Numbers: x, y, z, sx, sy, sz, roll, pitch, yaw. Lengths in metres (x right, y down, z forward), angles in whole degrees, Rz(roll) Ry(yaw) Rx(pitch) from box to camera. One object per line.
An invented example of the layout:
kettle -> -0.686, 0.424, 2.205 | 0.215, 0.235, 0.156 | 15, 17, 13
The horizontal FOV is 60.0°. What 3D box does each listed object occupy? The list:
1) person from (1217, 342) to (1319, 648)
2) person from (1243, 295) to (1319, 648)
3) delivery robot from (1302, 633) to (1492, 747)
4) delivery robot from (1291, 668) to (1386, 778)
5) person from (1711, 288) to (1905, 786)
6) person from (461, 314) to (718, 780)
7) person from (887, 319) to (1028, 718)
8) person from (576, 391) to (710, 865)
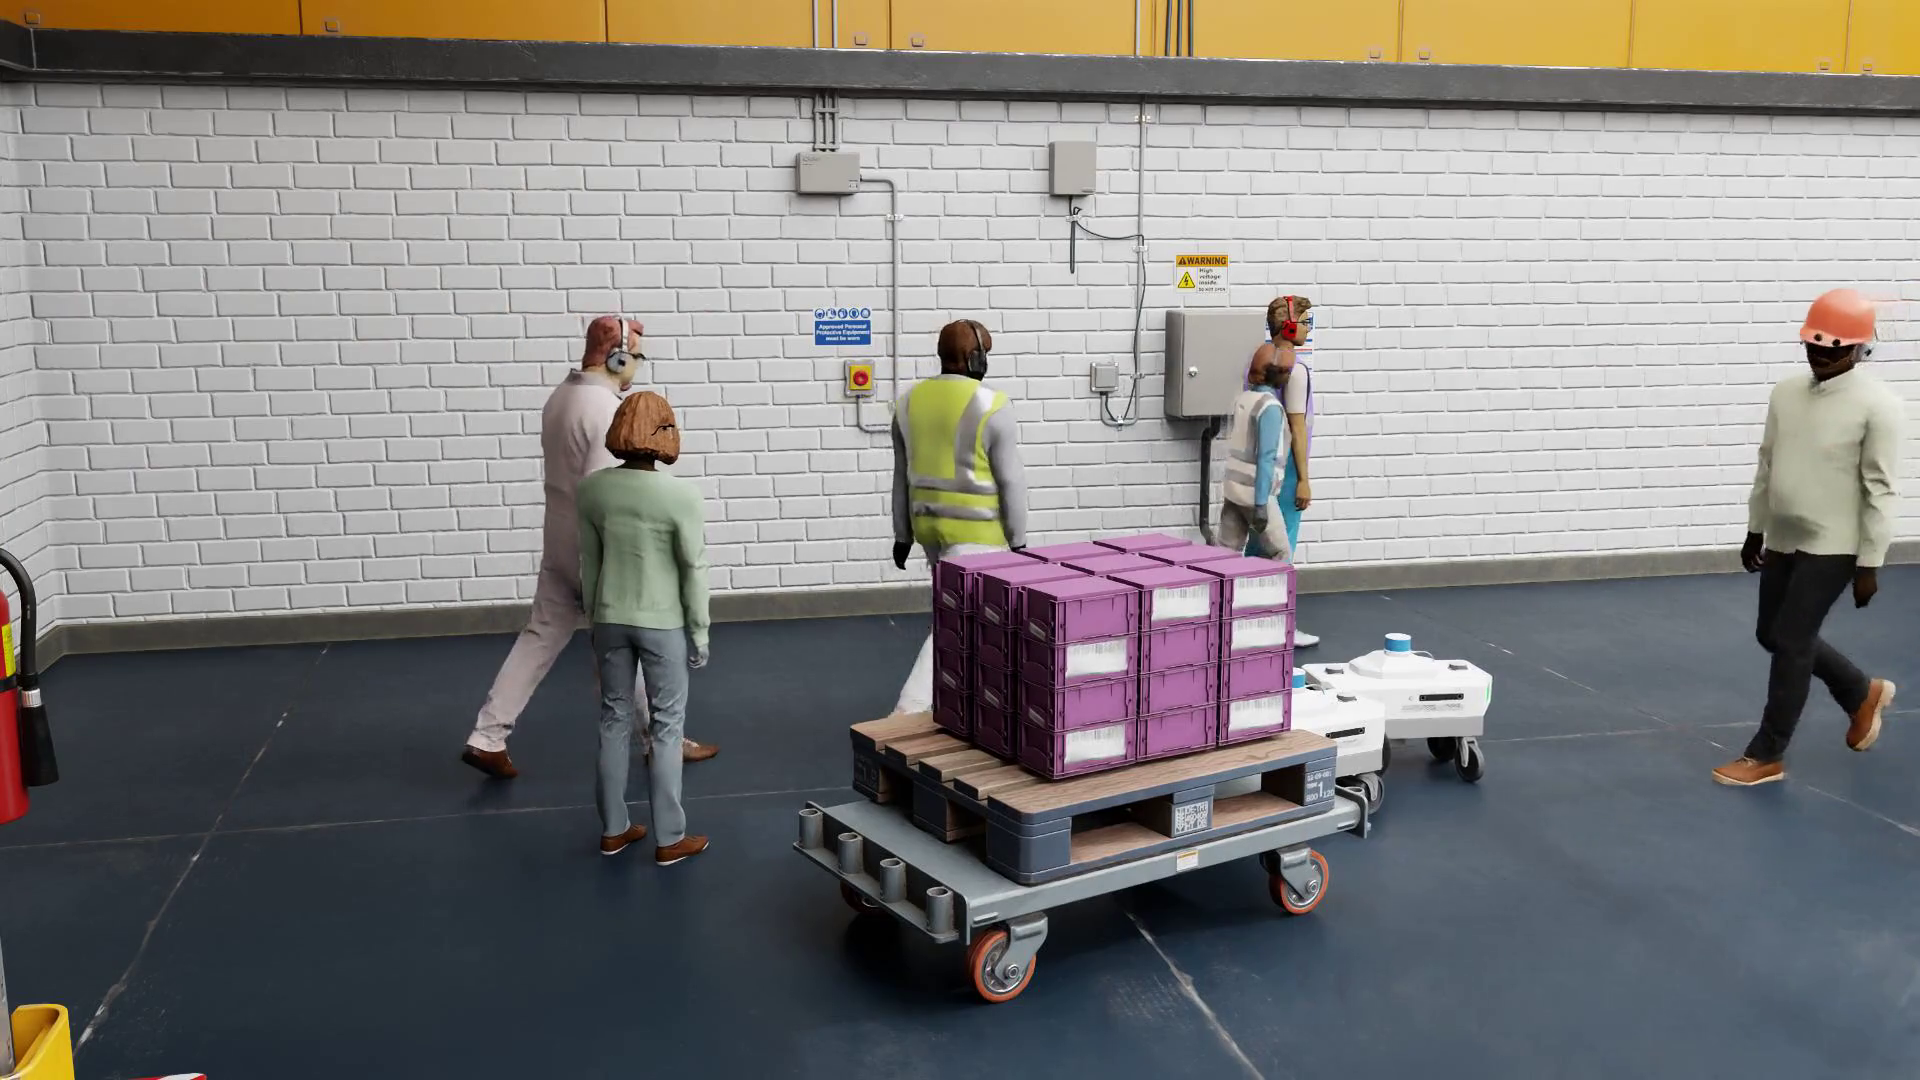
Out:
person -> 1.577, -0.214, 8.584 | 0.731, 1.601, 0.634 | -2, 10, -10
person -> 1.661, -0.357, 8.744 | 0.378, 1.844, 0.569 | -3, 11, -16
delivery robot -> 1.746, 0.618, 6.665 | 0.707, 0.478, 0.477 | -1, 10, -7
delivery robot -> 1.216, 0.714, 6.133 | 0.707, 0.478, 0.477 | -5, 11, -26
person -> 3.386, 0.004, 6.481 | 0.779, 1.954, 0.666 | -2, 10, -13
person -> -1.504, 0.043, 6.539 | 1.000, 1.853, 0.687 | -7, 12, -34
person -> -0.043, -0.028, 7.043 | 0.629, 1.812, 0.906 | 10, 14, 43
person -> -1.081, 0.302, 5.715 | 0.493, 1.624, 0.280 | 4, 11, 19
